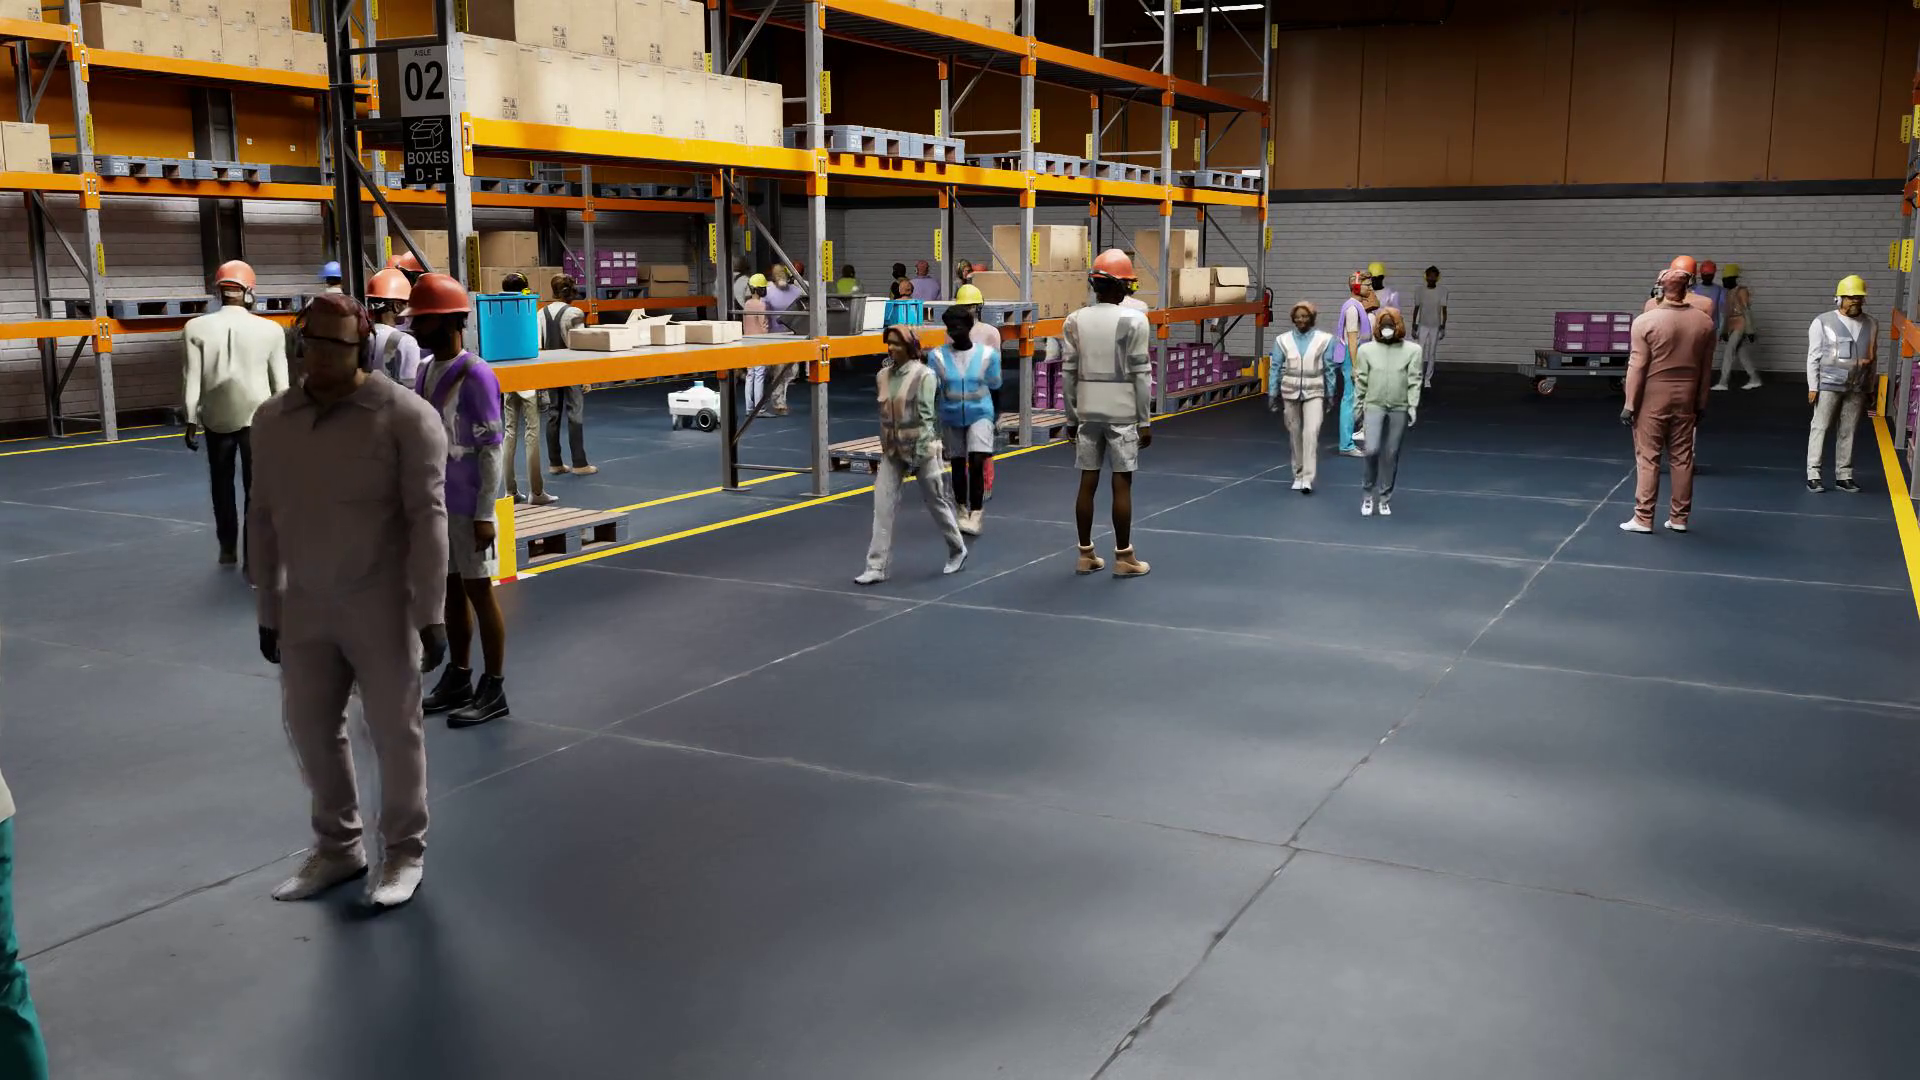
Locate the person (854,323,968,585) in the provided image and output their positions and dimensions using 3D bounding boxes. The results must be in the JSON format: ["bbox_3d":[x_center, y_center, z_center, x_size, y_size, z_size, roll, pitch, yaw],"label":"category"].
[{"bbox_3d":[-0.285,-0.545,10.291,0.507,1.605,0.855,8,12,38],"label":"person"}]

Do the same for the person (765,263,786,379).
[{"bbox_3d":[-2.965,-3.488,26.586,0.653,1.873,0.526,7,12,36],"label":"person"}]

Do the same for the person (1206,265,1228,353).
[{"bbox_3d":[4.213,-3.605,27.358,0.404,1.827,0.601,3,10,19],"label":"person"}]

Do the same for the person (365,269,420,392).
[{"bbox_3d":[-3.286,-0.595,9.650,0.545,1.932,0.387,5,11,28],"label":"person"}]

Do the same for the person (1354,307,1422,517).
[{"bbox_3d":[3.278,-0.972,12.752,0.498,1.612,0.507,2,10,12],"label":"person"}]

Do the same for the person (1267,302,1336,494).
[{"bbox_3d":[2.849,-1.182,13.956,0.547,1.600,0.794,4,10,21],"label":"person"}]

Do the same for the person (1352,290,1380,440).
[{"bbox_3d":[4.394,-1.902,18.067,0.283,1.633,0.497,3,10,18],"label":"person"}]

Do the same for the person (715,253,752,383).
[{"bbox_3d":[-3.451,-3.433,25.752,0.710,2.000,0.591,4,11,22],"label":"person"}]

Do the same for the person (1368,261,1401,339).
[{"bbox_3d":[5.270,-2.586,21.227,0.604,1.910,0.549,7,12,34],"label":"person"}]

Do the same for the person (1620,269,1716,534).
[{"bbox_3d":[5.075,-0.992,12.008,0.653,1.904,0.405,-2,10,-10],"label":"person"}]

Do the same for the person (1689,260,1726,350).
[{"bbox_3d":[10.766,-3.076,24.047,0.546,1.921,0.402,2,10,10],"label":"person"}]

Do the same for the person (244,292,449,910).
[{"bbox_3d":[-1.897,0.200,5.156,0.695,1.901,0.400,2,10,12],"label":"person"}]

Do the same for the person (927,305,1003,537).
[{"bbox_3d":[0.028,-0.848,11.871,0.554,1.643,0.854,1,10,7],"label":"person"}]

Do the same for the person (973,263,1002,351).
[{"bbox_3d":[0.282,-2.625,21.488,0.548,1.904,0.784,0,10,1],"label":"person"}]

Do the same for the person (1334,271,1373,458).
[{"bbox_3d":[3.908,-1.745,16.540,0.388,1.846,0.565,2,10,14],"label":"person"}]

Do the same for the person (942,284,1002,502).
[{"bbox_3d":[0.080,-1.192,13.570,0.533,1.768,0.311,6,11,29],"label":"person"}]

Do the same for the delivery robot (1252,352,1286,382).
[{"bbox_3d":[4.624,-2.543,24.625,0.477,0.478,0.707,-4,10,-22],"label":"delivery robot"}]

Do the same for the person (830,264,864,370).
[{"bbox_3d":[-1.923,-3.846,28.764,0.641,1.819,0.464,3,10,16],"label":"person"}]

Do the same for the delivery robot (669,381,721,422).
[{"bbox_3d":[-2.977,-1.575,19.021,0.707,0.478,0.477,5,11,26],"label":"delivery robot"}]

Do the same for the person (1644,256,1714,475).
[{"bbox_3d":[6.519,-1.576,15.130,0.608,1.995,0.377,5,11,27],"label":"person"}]

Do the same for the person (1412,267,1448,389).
[{"bbox_3d":[6.970,-3.139,24.716,0.496,1.803,0.978,3,10,17],"label":"person"}]

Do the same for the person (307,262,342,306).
[{"bbox_3d":[-6.647,-2.018,17.896,0.651,1.913,0.843,0,10,0],"label":"person"}]

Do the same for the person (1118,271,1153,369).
[{"bbox_3d":[1.787,-1.936,17.680,0.550,1.833,0.782,4,11,24],"label":"person"}]

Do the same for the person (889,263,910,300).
[{"bbox_3d":[-1.068,-3.995,29.579,0.430,1.845,0.621,4,10,20],"label":"person"}]

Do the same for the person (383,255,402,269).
[{"bbox_3d":[-6.810,-2.479,20.354,0.380,1.996,0.608,-2,10,-14],"label":"person"}]

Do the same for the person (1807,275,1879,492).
[{"bbox_3d":[7.466,-1.311,14.065,0.588,1.834,0.403,0,10,-1],"label":"person"}]

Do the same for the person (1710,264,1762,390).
[{"bbox_3d":[11.526,-3.132,24.555,0.842,1.870,0.607,0,10,2],"label":"person"}]

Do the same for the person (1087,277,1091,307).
[{"bbox_3d":[2.050,-3.210,25.369,0.503,1.711,0.579,7,12,33],"label":"person"}]

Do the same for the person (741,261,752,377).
[{"bbox_3d":[-3.451,-3.438,26.228,0.622,1.898,0.660,4,11,23],"label":"person"}]

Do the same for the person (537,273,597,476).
[{"bbox_3d":[-3.590,-1.493,15.107,0.505,1.838,0.347,4,11,21],"label":"person"}]

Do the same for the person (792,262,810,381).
[{"bbox_3d":[-2.535,-3.424,26.154,0.583,1.883,0.350,-4,11,-22],"label":"person"}]

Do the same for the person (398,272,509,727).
[{"bbox_3d":[-2.177,-0.167,7.137,0.546,1.939,0.375,9,13,43],"label":"person"}]

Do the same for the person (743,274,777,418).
[{"bbox_3d":[-2.474,-2.381,20.454,0.310,1.768,0.533,-7,12,-34],"label":"person"}]

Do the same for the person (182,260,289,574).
[{"bbox_3d":[-4.600,-0.784,10.615,0.629,1.966,0.696,-4,10,-21],"label":"person"}]

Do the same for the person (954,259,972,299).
[{"bbox_3d":[0.025,-2.627,21.379,0.371,1.940,0.627,4,11,22],"label":"person"}]

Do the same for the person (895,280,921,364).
[{"bbox_3d":[-0.747,-2.825,23.388,0.523,1.639,0.314,-2,10,-11],"label":"person"}]

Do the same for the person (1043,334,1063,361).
[{"bbox_3d":[1.354,-2.819,22.878,0.645,1.817,0.877,7,12,35],"label":"person"}]

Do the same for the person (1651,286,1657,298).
[{"bbox_3d":[7.606,-1.947,18.136,0.320,1.697,0.531,-2,10,-10],"label":"person"}]

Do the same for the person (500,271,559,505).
[{"bbox_3d":[-3.524,-1.214,13.385,0.513,1.876,0.328,3,10,19],"label":"person"}]

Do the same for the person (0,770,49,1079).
[{"bbox_3d":[-2.041,0.590,3.252,0.312,1.767,0.533,-1,10,-5],"label":"person"}]

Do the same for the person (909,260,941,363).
[{"bbox_3d":[-0.590,-3.433,26.137,0.641,1.909,0.409,-3,10,-19],"label":"person"}]

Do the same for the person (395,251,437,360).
[{"bbox_3d":[-4.718,-1.494,14.519,0.616,2.041,0.378,9,13,43],"label":"person"}]

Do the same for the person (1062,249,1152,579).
[{"bbox_3d":[0.930,-0.781,10.384,0.605,2.045,0.387,7,12,34],"label":"person"}]

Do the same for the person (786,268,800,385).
[{"bbox_3d":[-2.639,-3.305,25.624,0.404,1.828,0.587,2,10,10],"label":"person"}]

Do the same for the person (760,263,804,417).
[{"bbox_3d":[-2.259,-2.516,20.835,0.662,1.910,0.820,-8,12,-38],"label":"person"}]
